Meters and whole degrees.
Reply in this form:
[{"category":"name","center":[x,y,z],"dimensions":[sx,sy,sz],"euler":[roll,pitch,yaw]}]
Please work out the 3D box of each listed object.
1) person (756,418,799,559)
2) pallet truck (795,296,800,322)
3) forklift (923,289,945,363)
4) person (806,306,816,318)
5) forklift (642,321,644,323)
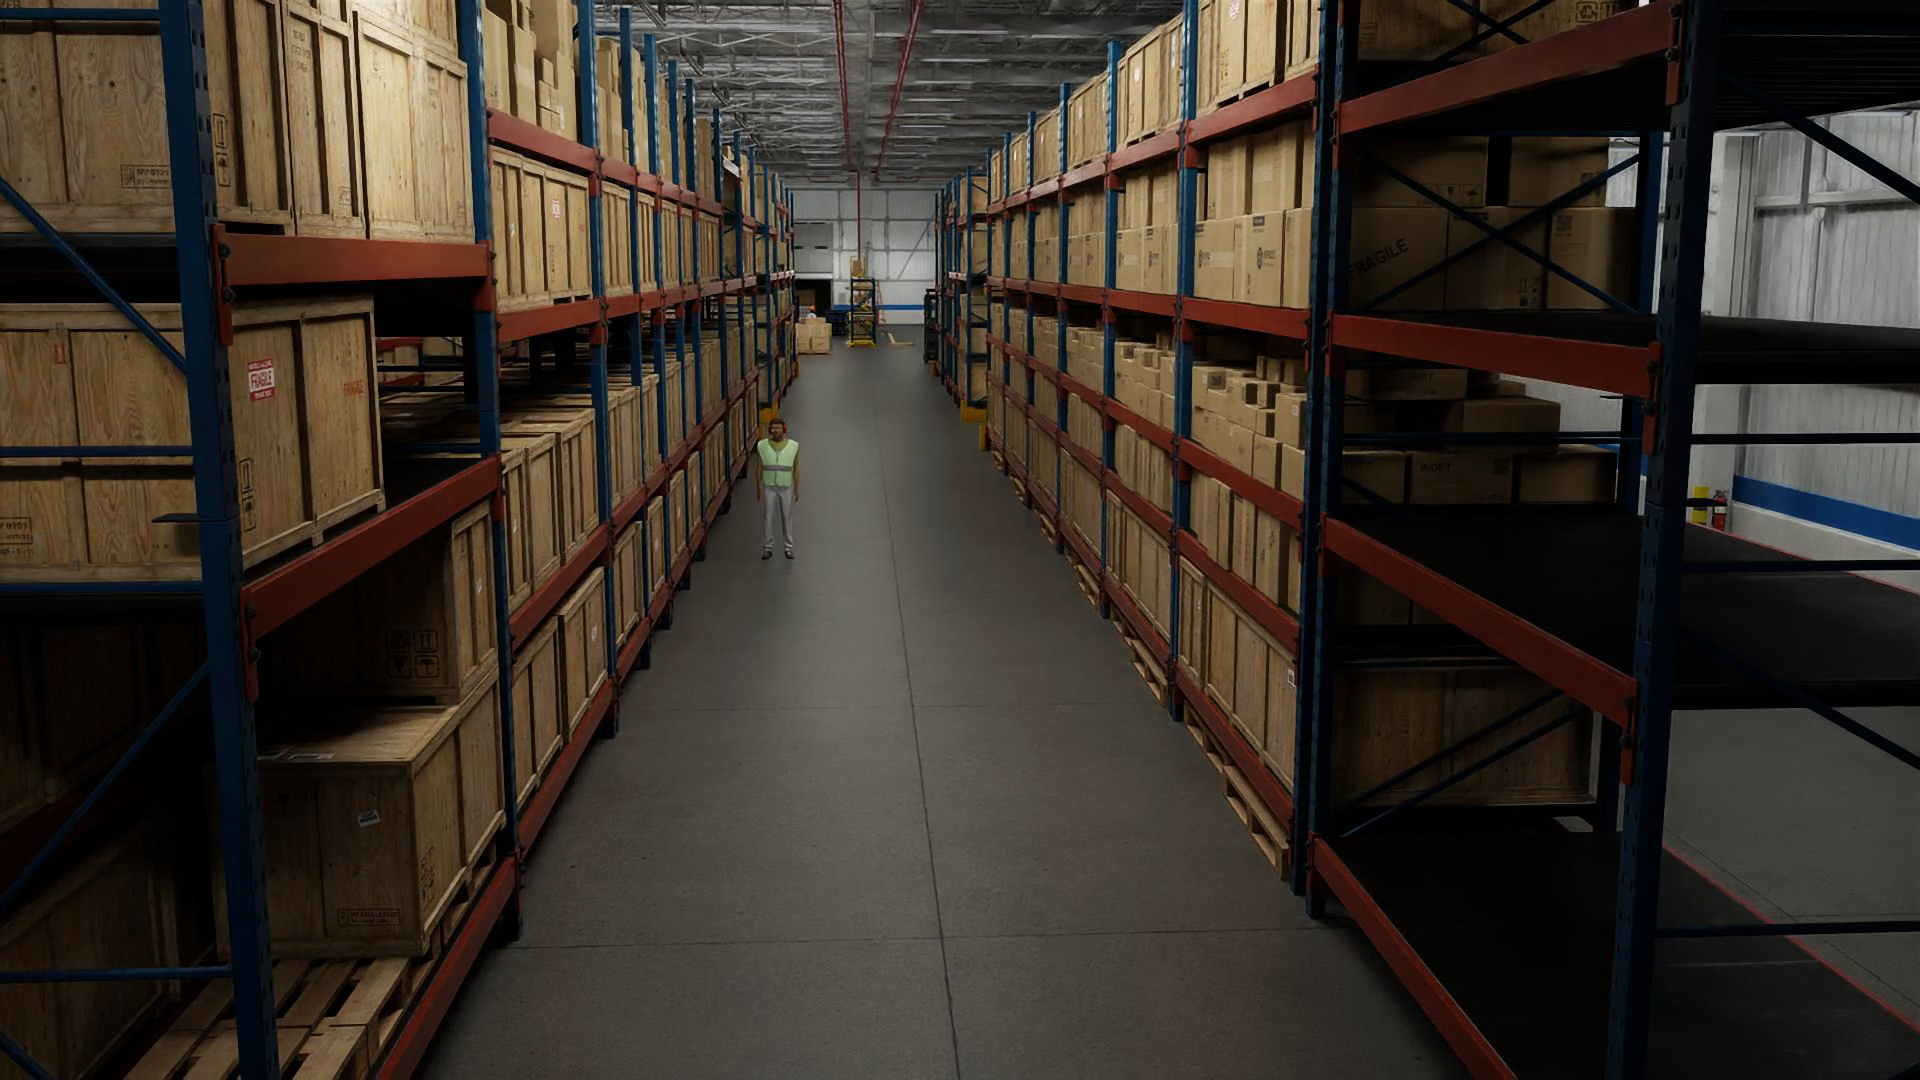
[{"category":"person","center":[-2.359,-0.672,21.567],"dimensions":[0.565,1.846,0.390],"euler":[-1,10,-6]},{"category":"pallet truck","center":[-8.622,-12.439,91.403],"dimensions":[1.885,1.965,0.823],"euler":[2,10,13]},{"category":"forklift","center":[-0.830,-8.176,63.306],"dimensions":[1.129,2.768,1.873],"euler":[-1,10,-3]},{"category":"person","center":[-6.474,-9.283,72.778],"dimensions":[0.543,1.928,0.400],"euler":[8,13,41]},{"category":"forklift","center":[-9.553,-5.614,48.000],"dimensions":[1.129,2.768,1.873],"euler":[-1,10,-4]}]
